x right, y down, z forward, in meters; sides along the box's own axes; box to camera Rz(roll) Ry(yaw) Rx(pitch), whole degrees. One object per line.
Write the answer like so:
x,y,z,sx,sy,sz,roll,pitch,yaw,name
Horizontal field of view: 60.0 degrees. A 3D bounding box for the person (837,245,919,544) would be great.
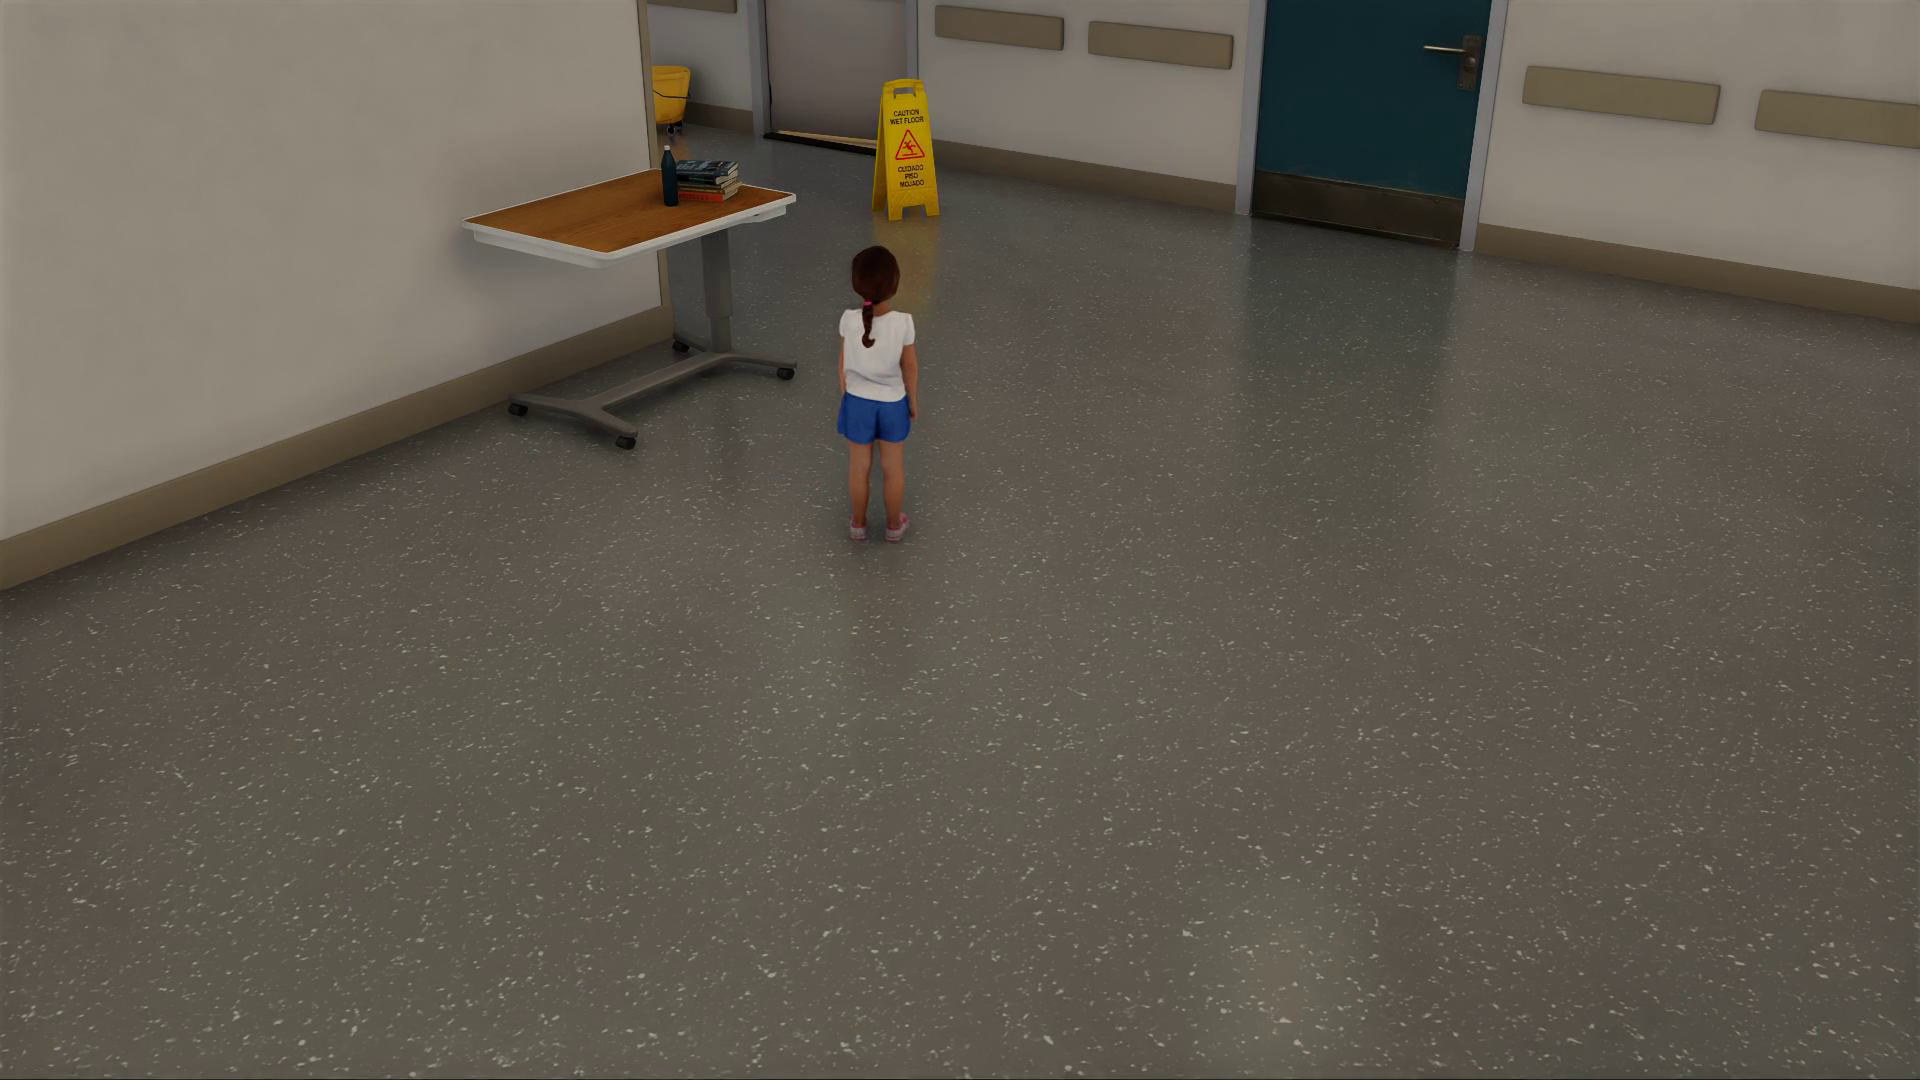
-0.285,-0.476,5.534,0.455,1.019,0.535,1,26,2,person
